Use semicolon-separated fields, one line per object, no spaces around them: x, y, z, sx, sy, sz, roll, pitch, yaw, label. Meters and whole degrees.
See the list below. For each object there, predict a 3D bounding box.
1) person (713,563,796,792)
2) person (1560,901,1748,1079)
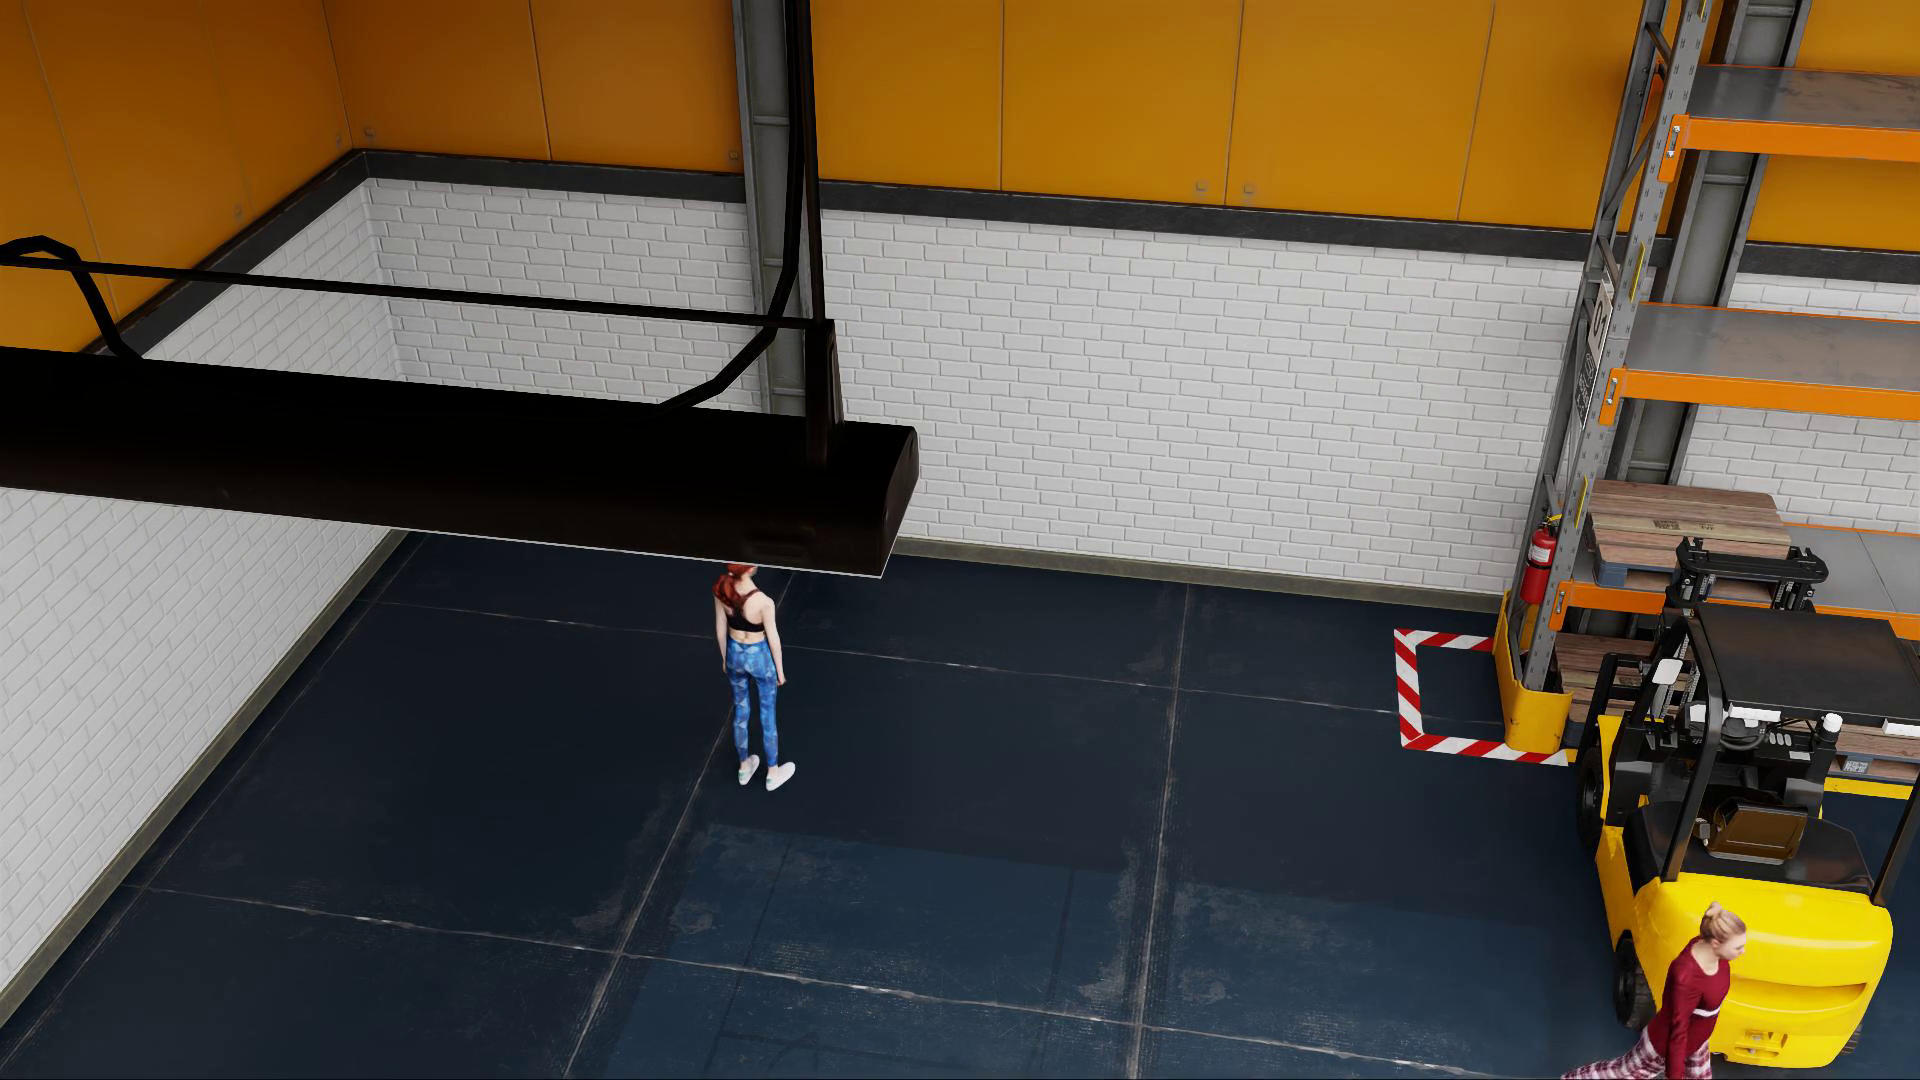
-1.302;0.794;10.376;0.536;1.785;0.664;11;35;16;person
3.400;2.381;8.101;1.074;1.649;1.218;-26;42;-34;person
